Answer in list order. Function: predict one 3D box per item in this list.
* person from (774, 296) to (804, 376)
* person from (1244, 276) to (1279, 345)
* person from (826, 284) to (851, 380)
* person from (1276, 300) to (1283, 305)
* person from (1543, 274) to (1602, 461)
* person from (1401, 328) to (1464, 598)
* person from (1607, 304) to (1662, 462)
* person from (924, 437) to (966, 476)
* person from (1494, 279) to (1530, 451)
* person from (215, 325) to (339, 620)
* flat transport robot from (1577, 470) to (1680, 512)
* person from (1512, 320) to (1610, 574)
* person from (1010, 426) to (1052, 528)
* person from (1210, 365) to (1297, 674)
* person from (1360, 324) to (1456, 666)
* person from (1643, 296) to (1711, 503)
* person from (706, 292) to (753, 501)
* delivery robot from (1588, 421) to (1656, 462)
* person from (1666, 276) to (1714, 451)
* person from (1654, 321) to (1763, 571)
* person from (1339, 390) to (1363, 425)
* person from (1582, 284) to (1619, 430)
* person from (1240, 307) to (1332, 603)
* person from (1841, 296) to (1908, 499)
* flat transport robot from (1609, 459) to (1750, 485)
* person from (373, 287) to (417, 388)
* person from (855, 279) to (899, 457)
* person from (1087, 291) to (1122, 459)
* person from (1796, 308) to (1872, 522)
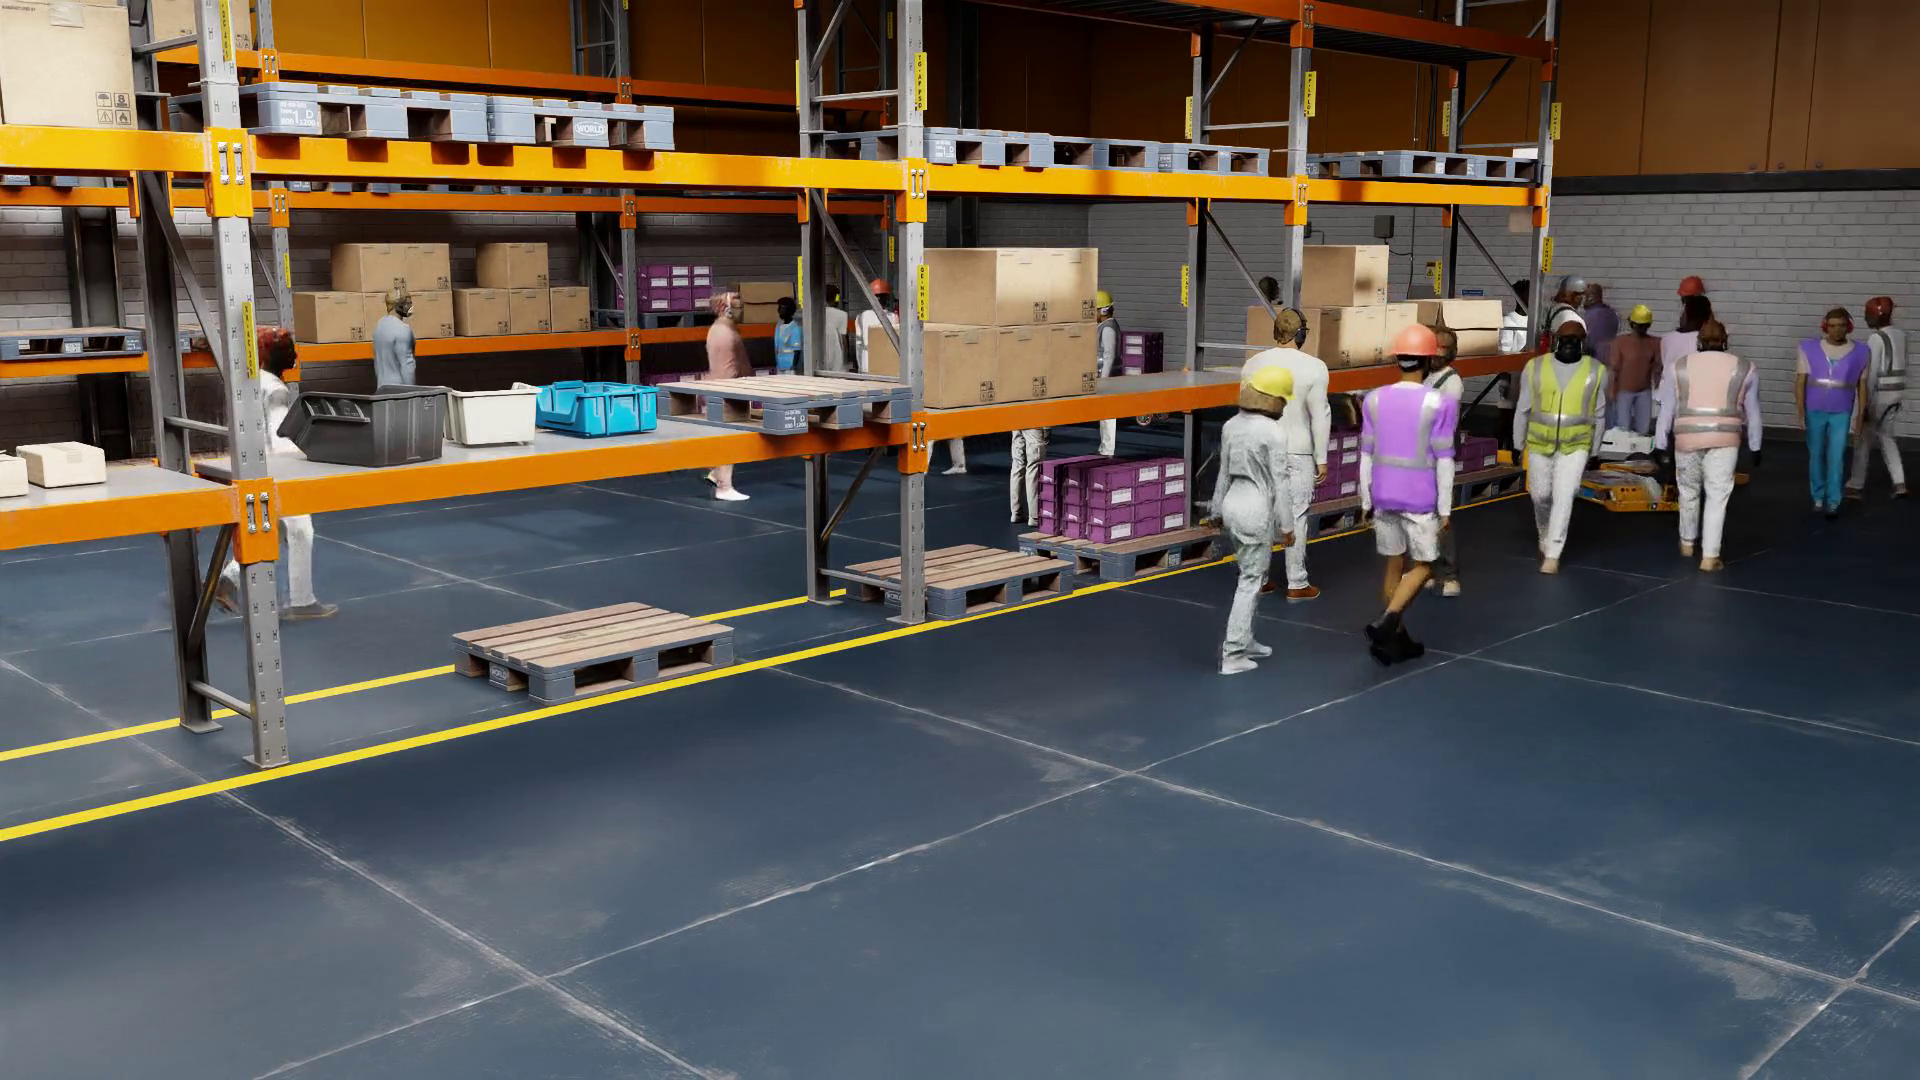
[{"bbox_3d":[-2.022,-2.022,19.622,0.342,1.695,0.547,-7,13,-34],"label":"person"},{"bbox_3d":[3.473,-2.049,19.095,0.376,1.940,0.629,-3,11,-17],"label":"person"},{"bbox_3d":[-1.434,-2.062,19.439,0.538,1.835,0.776,5,11,24],"label":"person"},{"bbox_3d":[4.010,-2.043,19.843,0.819,1.660,0.561,-3,11,-16],"label":"person"},{"bbox_3d":[6.415,-1.857,17.772,0.933,2.000,0.688,0,10,-2],"label":"person"},{"bbox_3d":[3.190,-0.526,11.179,0.335,1.806,0.650,-1,10,-3],"label":"person"},{"bbox_3d":[6.689,-1.481,16.552,0.581,1.736,0.590,-1,10,-6],"label":"person"},{"bbox_3d":[-0.271,-1.431,16.620,0.754,1.608,0.541,0,10,-3],"label":"person"},{"bbox_3d":[5.689,-1.676,16.988,0.614,1.963,0.362,-10,14,-44],"label":"person"},{"bbox_3d":[-4.282,-0.394,10.285,0.648,1.859,0.582,-9,14,-40],"label":"person"},{"bbox_3d":[5.888,-0.463,15.000,0.652,0.197,1.431,-1,10,-7],"label":"flat transport robot"},{"bbox_3d":[4.366,-0.701,12.104,0.636,1.810,0.843,5,11,24],"label":"person"},{"bbox_3d":[0.584,-0.921,13.762,0.309,1.641,0.514,-7,12,-33],"label":"person"},{"bbox_3d":[1.654,-0.114,9.184,0.573,1.701,0.546,-6,12,-30],"label":"person"},{"bbox_3d":[2.438,-0.228,9.207,0.560,1.922,0.645,9,14,41],"label":"person"},{"bbox_3d":[6.227,-1.166,14.408,0.627,1.895,0.605,-3,11,-18],"label":"person"},{"bbox_3d":[-2.066,-1.294,15.091,0.438,1.897,0.668,-3,11,-17],"label":"person"},{"bbox_3d":[6.599,-0.953,16.638,0.707,0.478,0.477,7,12,32],"label":"delivery robot"},{"bbox_3d":[8.148,-1.944,18.492,0.792,1.943,0.722,0,10,0],"label":"person"},{"bbox_3d":[5.470,-0.696,12.163,0.691,1.779,0.981,5,12,27],"label":"person"},{"bbox_3d":[4.467,-1.969,18.801,0.571,1.886,0.588,2,11,12],"label":"person"},{"bbox_3d":[7.001,-1.922,18.602,0.691,1.862,0.933,-7,13,-35],"label":"person"},{"bbox_3d":[2.142,-0.556,10.952,0.635,1.939,0.362,8,13,37],"label":"person"},{"bbox_3d":[8.342,-1.285,15.122,0.626,1.863,0.599,-7,13,-34],"label":"person"},{"bbox_3d":[6.807,-0.636,15.941,1.431,0.197,0.652,-5,12,-26],"label":"flat transport robot"},{"bbox_3d":[-5.171,-1.356,15.323,0.352,1.936,0.635,-9,14,-41],"label":"person"},{"bbox_3d":[-0.872,-1.862,18.130,0.580,1.923,0.366,6,12,28],"label":"person"},{"bbox_3d":[1.513,-1.718,17.607,0.403,1.823,0.588,1,10,4],"label":"person"},{"bbox_3d":[7.415,-1.074,14.185,0.554,1.785,0.953,6,12,30],"label":"person"}]
